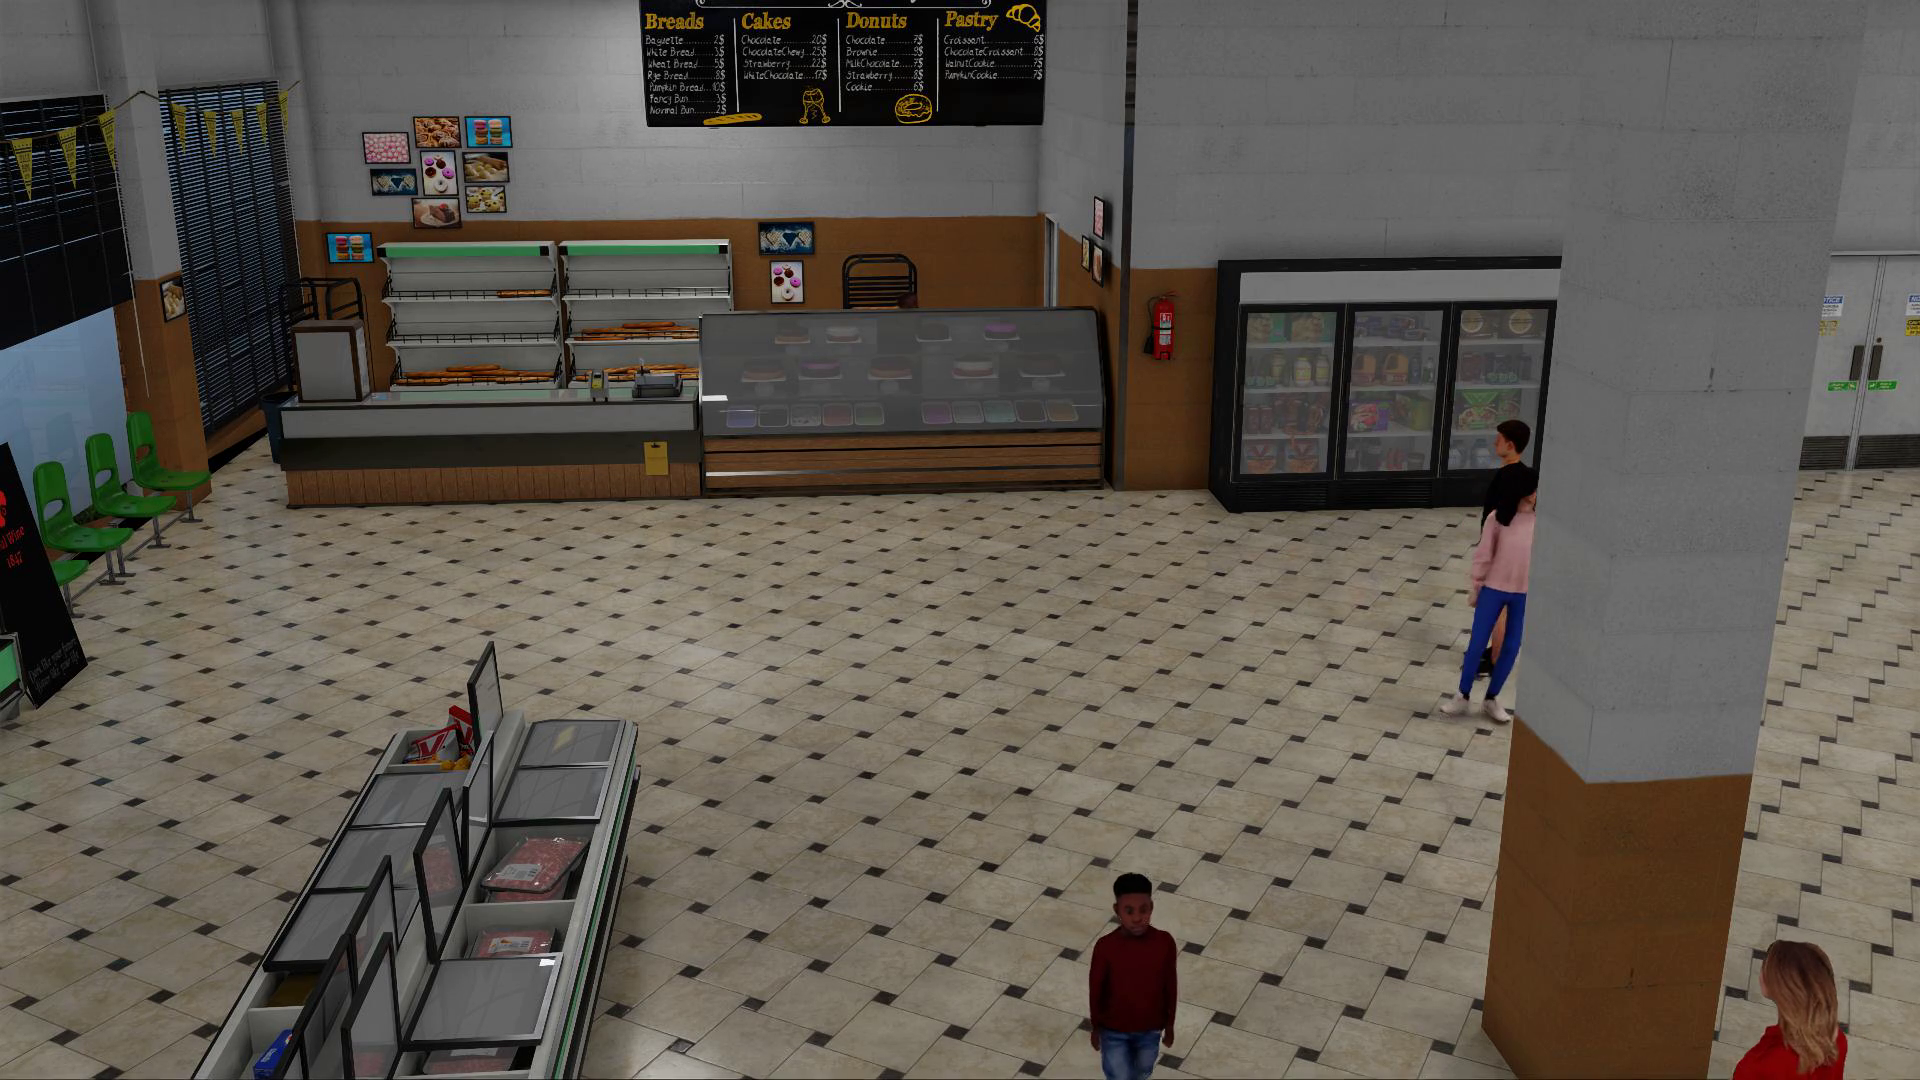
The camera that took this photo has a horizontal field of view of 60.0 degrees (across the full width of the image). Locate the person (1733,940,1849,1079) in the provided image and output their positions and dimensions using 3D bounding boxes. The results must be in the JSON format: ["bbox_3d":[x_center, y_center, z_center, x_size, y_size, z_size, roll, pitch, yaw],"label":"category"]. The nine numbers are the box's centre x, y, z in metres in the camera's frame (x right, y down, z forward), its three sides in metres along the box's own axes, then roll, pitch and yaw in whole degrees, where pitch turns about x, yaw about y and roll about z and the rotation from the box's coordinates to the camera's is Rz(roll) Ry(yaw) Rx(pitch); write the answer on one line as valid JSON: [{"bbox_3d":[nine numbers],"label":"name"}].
[{"bbox_3d":[2.648,2.114,5.273,0.946,1.664,1.169,-10,20,-31],"label":"person"}]

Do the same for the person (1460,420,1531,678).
[{"bbox_3d":[3.831,0.053,11.749,0.800,1.847,0.667,7,18,22],"label":"person"}]

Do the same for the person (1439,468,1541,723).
[{"bbox_3d":[3.547,0.375,10.880,0.854,1.735,0.716,8,18,23],"label":"person"}]

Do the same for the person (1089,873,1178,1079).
[{"bbox_3d":[0.677,1.903,6.704,0.528,1.238,0.837,-3,17,-8],"label":"person"}]
